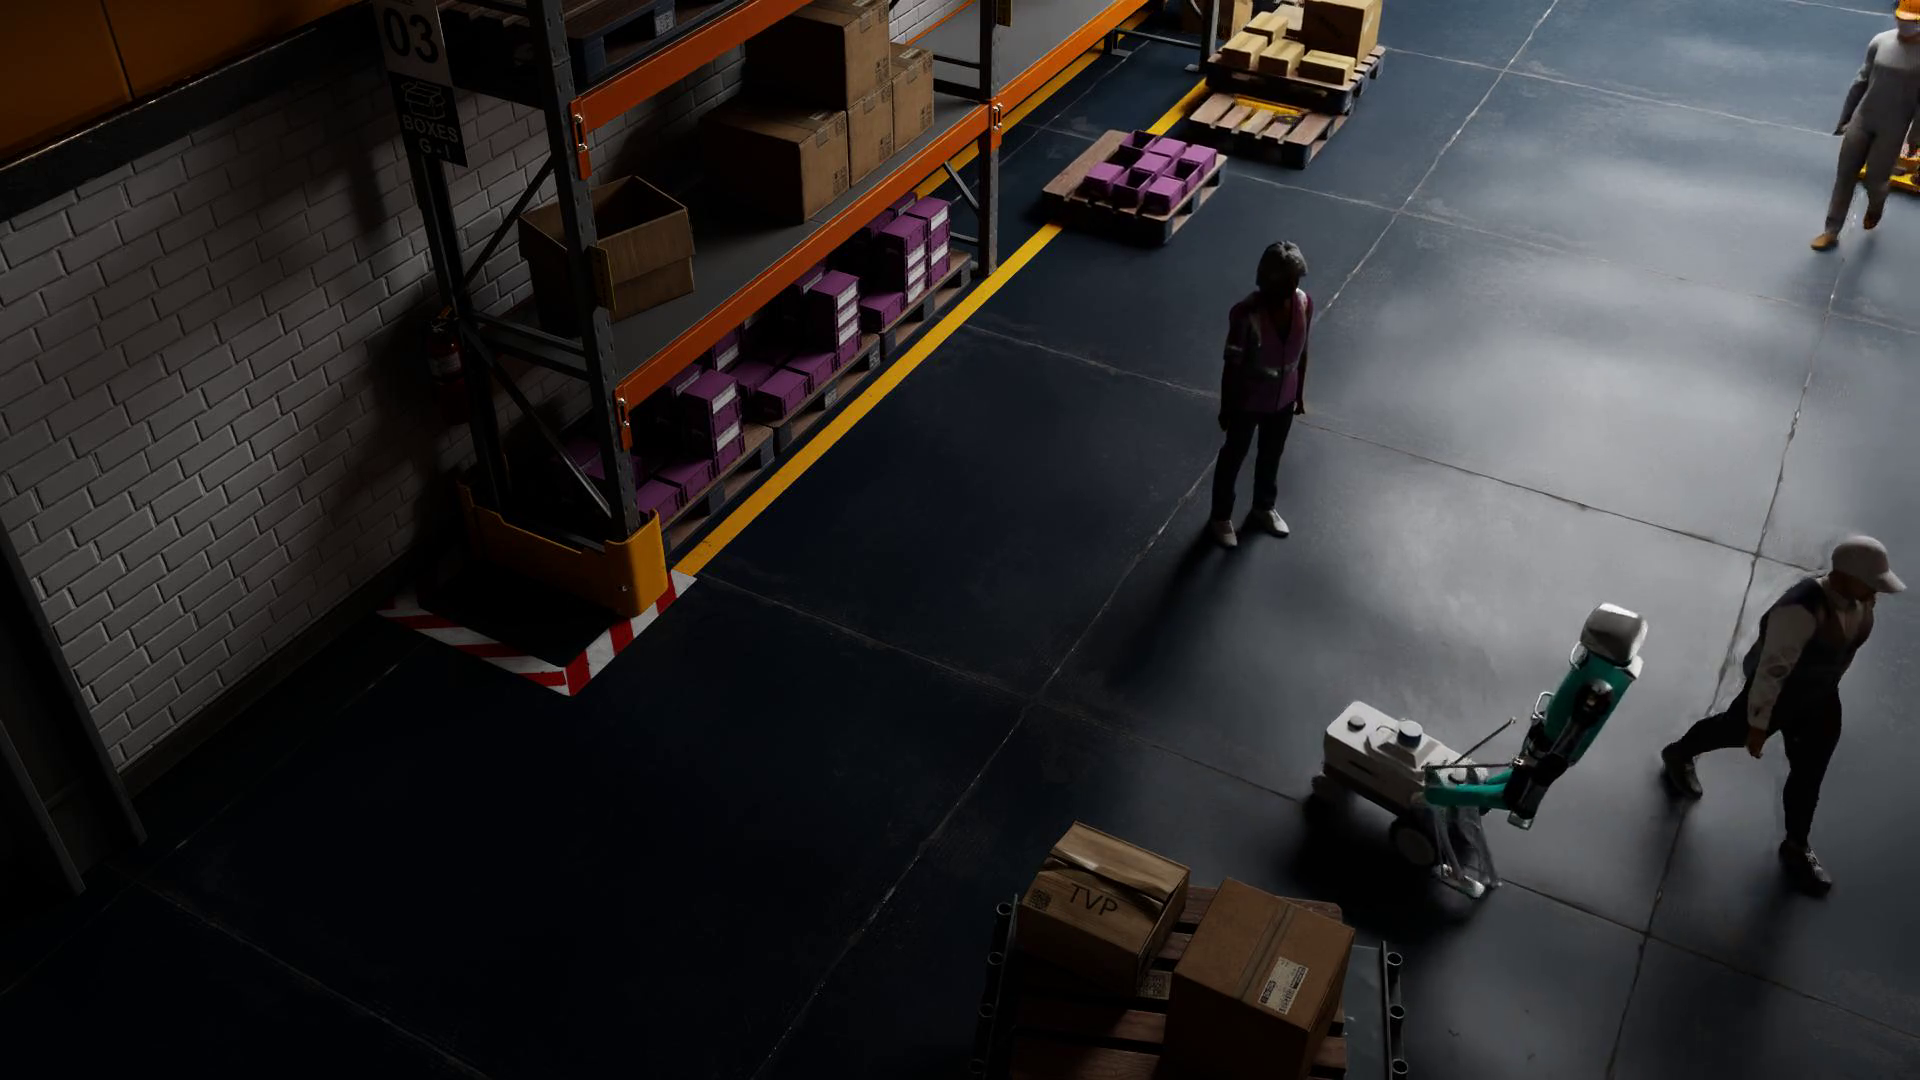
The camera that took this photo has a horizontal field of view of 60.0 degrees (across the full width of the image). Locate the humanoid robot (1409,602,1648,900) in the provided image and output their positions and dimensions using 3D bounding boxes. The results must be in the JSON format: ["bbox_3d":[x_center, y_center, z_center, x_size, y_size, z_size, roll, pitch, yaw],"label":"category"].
[{"bbox_3d":[2.238,0.919,6.923,0.818,1.792,0.530,19,42,22],"label":"humanoid robot"}]

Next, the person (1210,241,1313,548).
[{"bbox_3d":[1.625,-0.776,8.933,0.508,1.842,0.327,-14,41,-16],"label":"person"}]

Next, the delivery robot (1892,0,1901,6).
[{"bbox_3d":[9.163,-5.329,15.668,0.798,0.614,0.499,-31,48,-33],"label":"delivery robot"}]

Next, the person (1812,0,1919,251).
[{"bbox_3d":[6.437,-2.918,11.580,0.565,1.883,0.598,-29,47,-31],"label":"person"}]

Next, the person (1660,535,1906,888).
[{"bbox_3d":[3.613,0.650,7.256,0.715,1.713,0.935,-12,40,-15],"label":"person"}]

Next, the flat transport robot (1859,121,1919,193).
[{"bbox_3d":[7.561,-3.121,13.121,0.659,0.231,1.431,28,46,30],"label":"flat transport robot"}]

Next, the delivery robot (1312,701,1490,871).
[{"bbox_3d":[2.043,1.094,7.639,0.811,0.614,0.499,29,47,31],"label":"delivery robot"}]

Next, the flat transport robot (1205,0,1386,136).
[{"bbox_3d":[2.731,-3.698,13.842,0.659,0.231,1.431,20,43,23],"label":"flat transport robot"}]
